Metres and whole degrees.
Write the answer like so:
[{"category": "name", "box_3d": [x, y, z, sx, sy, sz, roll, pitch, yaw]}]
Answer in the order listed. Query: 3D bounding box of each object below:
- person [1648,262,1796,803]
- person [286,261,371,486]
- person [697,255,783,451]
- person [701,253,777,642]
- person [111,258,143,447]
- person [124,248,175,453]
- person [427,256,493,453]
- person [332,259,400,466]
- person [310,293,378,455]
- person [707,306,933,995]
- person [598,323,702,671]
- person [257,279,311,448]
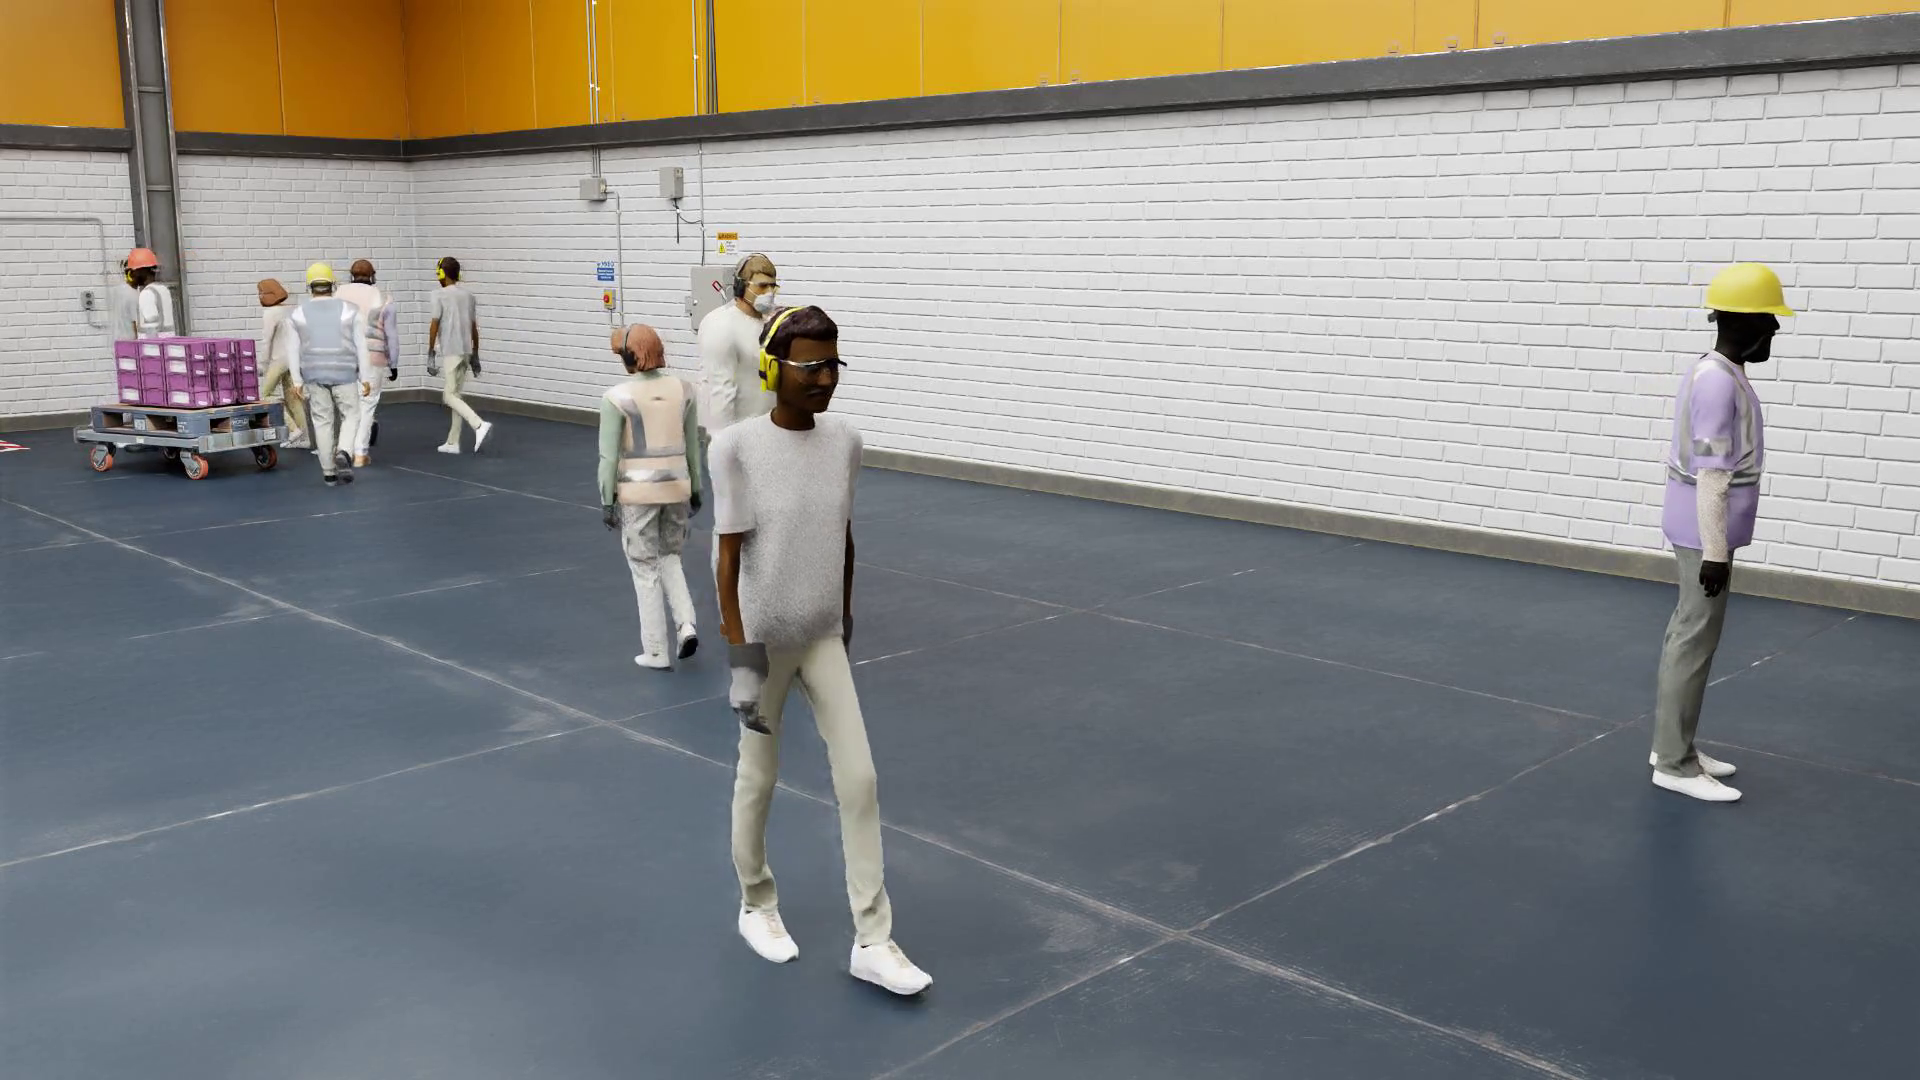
[{"category": "person", "box_3d": [2.747, -0.031, 6.025, 0.381, 1.924, 0.593, 4, 11, 22]}, {"category": "person", "box_3d": [-5.055, -1.317, 13.327, 0.613, 1.818, 0.507, -3, 11, -14]}, {"category": "person", "box_3d": [-1.156, -0.652, 9.462, 0.639, 1.910, 0.407, -6, 12, -28]}, {"category": "person", "box_3d": [-1.041, -0.453, 8.309, 0.372, 1.935, 0.627, 4, 11, 21]}, {"category": "person", "box_3d": [-7.866, -1.790, 15.874, 0.520, 1.834, 0.542, -7, 13, -35]}, {"category": "person", "box_3d": [-7.396, -1.760, 15.494, 0.839, 1.911, 0.559, -1, 10, -5]}, {"category": "person", "box_3d": [-4.586, -1.688, 15.321, 0.739, 1.831, 0.587, 6, 12, 31]}, {"category": "person", "box_3d": [-5.277, -1.566, 14.730, 0.652, 1.805, 0.651, 0, 10, -1]}, {"category": "person", "box_3d": [-5.710, -1.575, 15.265, 0.550, 1.617, 0.518, 3, 11, 17]}, {"category": "person", "box_3d": [-0.402, 0.310, 4.423, 0.515, 1.834, 0.860, -7, 12, -33]}, {"category": "person", "box_3d": [-1.436, -0.194, 7.724, 0.531, 1.619, 0.368, -9, 14, -41]}, {"category": "person", "box_3d": [-6.385, -1.637, 15.625, 0.407, 1.617, 0.519, 1, 10, 3]}]
